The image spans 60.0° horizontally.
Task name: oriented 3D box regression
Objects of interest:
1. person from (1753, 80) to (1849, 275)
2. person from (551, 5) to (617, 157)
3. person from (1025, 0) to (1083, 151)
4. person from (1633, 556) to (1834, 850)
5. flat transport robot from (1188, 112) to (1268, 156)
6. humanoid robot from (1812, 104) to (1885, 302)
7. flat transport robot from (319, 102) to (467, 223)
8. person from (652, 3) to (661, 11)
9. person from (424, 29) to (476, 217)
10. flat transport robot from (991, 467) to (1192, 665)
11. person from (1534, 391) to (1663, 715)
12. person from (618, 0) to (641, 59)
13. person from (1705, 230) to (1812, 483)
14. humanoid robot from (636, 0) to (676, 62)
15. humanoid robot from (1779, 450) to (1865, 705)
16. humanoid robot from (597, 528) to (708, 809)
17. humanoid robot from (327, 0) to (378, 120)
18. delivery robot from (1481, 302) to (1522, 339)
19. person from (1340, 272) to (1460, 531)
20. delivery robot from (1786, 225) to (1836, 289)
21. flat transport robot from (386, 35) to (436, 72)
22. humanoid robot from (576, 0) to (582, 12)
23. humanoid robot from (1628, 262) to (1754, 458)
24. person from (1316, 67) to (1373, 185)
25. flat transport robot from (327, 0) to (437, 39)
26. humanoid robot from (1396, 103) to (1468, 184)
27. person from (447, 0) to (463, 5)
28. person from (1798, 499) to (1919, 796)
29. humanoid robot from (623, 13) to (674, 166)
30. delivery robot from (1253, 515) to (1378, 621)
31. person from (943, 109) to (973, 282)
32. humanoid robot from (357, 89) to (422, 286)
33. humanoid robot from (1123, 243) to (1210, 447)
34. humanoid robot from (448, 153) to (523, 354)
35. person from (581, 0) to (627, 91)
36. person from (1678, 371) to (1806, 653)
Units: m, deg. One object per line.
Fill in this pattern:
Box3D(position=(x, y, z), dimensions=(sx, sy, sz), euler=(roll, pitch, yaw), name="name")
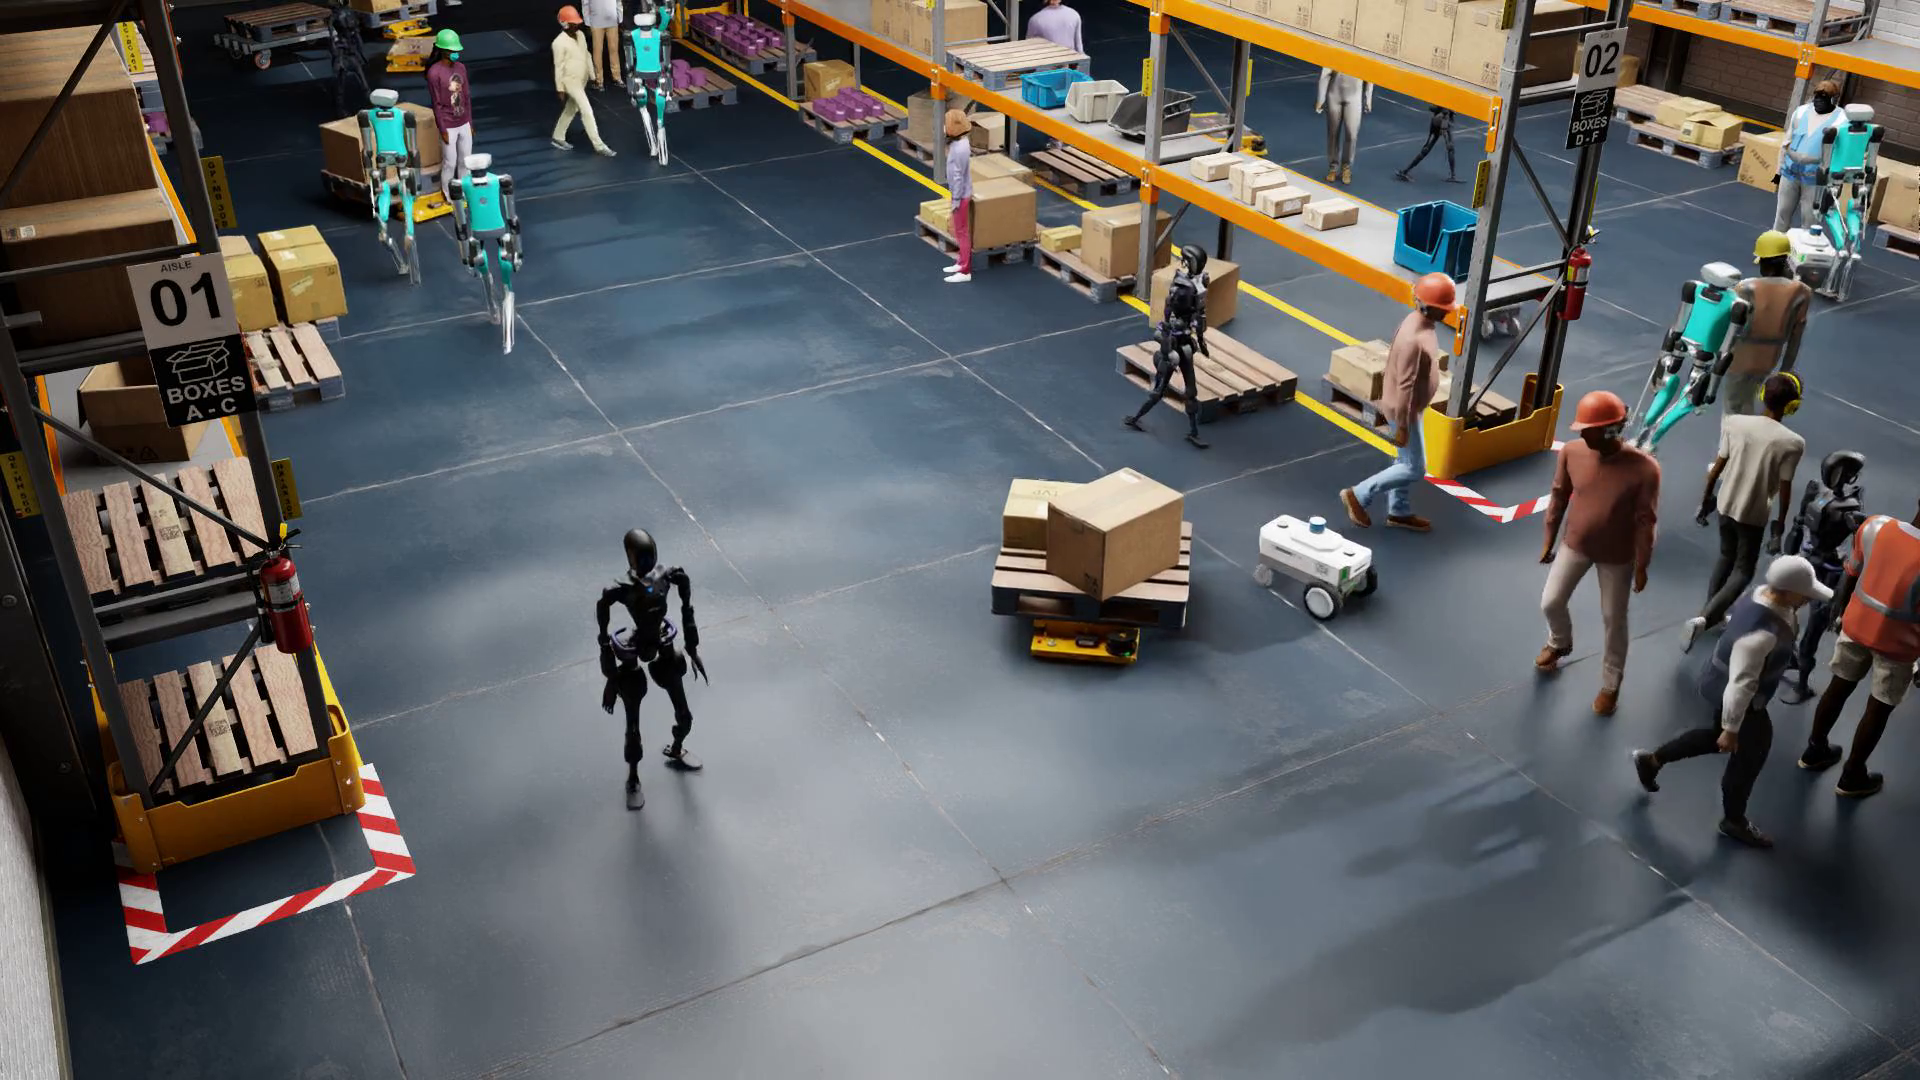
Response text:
Box3D(position=(8.062, -3.461, 15.855), dimensions=(0.429, 1.841, 0.635), euler=(-21, 36, -32), name="person")
Box3D(position=(-4.456, -5.311, 19.209), dimensions=(0.883, 1.715, 0.577), euler=(7, 31, 12), name="person")
Box3D(position=(1.038, -5.546, 19.460), dimensions=(0.675, 1.864, 0.951), euler=(-12, 32, -20), name="person")
Box3D(position=(3.992, 0.775, 8.595), dimensions=(0.732, 1.730, 0.768), euler=(15, 33, 24), name="person")
Box3D(position=(3.052, -4.832, 19.821), dimensions=(0.659, 0.231, 1.431), euler=(-9, 31, -15), name="flat transport robot")
Box3D(position=(8.115, -3.006, 15.186), dimensions=(0.550, 1.792, 0.810), euler=(1, 30, 1), name="humanoid robot")
Box3D(position=(-6.008, -3.705, 17.860), dimensions=(1.431, 0.231, 0.659), euler=(22, 36, 33), name="flat transport robot")
Box3D(position=(-4.918, -9.152, 25.764), dimensions=(0.429, 1.844, 0.622), euler=(-19, 35, -30), name="person")
Box3D(position=(-5.244, -4.329, 17.281), dimensions=(0.450, 1.935, 0.481), euler=(18, 35, 29), name="person")
Box3D(position=(0.872, 0.333, 10.831), dimensions=(0.659, 0.231, 1.431), euler=(5, 30, 8), name="flat transport robot")
Box3D(position=(3.695, 0.049, 9.646), dimensions=(0.652, 1.950, 0.416), euler=(22, 37, 33), name="person")
Box3D(position=(-4.530, -7.563, 23.005), dimensions=(0.503, 1.832, 0.476), euler=(-22, 37, -33), name="person")
Box3D(position=(5.727, -1.337, 12.109), dimensions=(0.579, 1.894, 0.572), euler=(-1, 30, -2), name="person")
Box3D(position=(-4.135, -7.098, 22.414), dimensions=(0.550, 1.903, 0.720), euler=(-21, 36, -32), name="humanoid robot")
Box3D(position=(4.979, 0.218, 9.626), dimensions=(0.335, 1.643, 0.609), euler=(-6, 30, -10), name="humanoid robot")
Box3D(position=(-1.670, 0.634, 8.889), dimensions=(0.589, 1.639, 0.392), euler=(-20, 35, -31), name="humanoid robot")
Box3D(position=(-7.482, -5.942, 20.373), dimensions=(0.763, 1.619, 0.608), euler=(10, 31, 16), name="humanoid robot")
Box3D(position=(4.693, -2.177, 14.915), dimensions=(0.499, 0.597, 0.779), euler=(-10, 31, -17), name="delivery robot")
Box3D(position=(3.019, -0.912, 11.297), dimensions=(0.535, 1.969, 0.685), euler=(10, 31, 17), name="person")
Box3D(position=(8.071, -2.697, 15.809), dimensions=(0.499, 0.585, 0.775), euler=(6, 30, 11), name="delivery robot")
Box3D(position=(-7.583, -6.800, 23.247), dimensions=(0.659, 0.231, 1.431), euler=(-4, 30, -7), name="flat transport robot")
Box3D(position=(-5.828, -9.034, 25.727), dimensions=(0.610, 1.661, 0.335), euler=(-1, 30, -1), name="humanoid robot")
Box3D(position=(5.025, -1.055, 11.784), dimensions=(0.805, 1.783, 0.551), euler=(-16, 33, -25), name="humanoid robot")
Box3D(position=(4.199, -4.817, 18.183), dimensions=(0.590, 1.876, 0.571), euler=(8, 31, 13), name="person")
Box3D(position=(-8.620, -7.714, 24.838), dimensions=(1.431, 0.231, 0.659), euler=(19, 35, 30), name="flat transport robot")
Box3D(position=(5.284, -4.718, 18.265), dimensions=(0.782, 1.632, 0.597), euler=(9, 31, 16), name="humanoid robot")
Box3D(position=(-8.326, -9.145, 26.014), dimensions=(0.795, 1.586, 0.508), euler=(-17, 34, -27), name="person")
Box3D(position=(4.938, 0.504, 8.848), dimensions=(0.381, 1.953, 0.608), euler=(-14, 33, -24), name="person")
Box3D(position=(-3.492, -5.113, 18.845), dimensions=(0.545, 1.757, 0.948), euler=(-4, 30, -6), name="humanoid robot")
Box3D(position=(2.319, 0.131, 10.888), dimensions=(0.790, 0.589, 0.499), euler=(26, 39, 38), name="delivery robot")
Box3D(position=(-0.018, -3.256, 15.712), dimensions=(0.288, 1.627, 0.498), euler=(0, 30, -1), name="person")
Box3D(position=(-5.336, -3.218, 15.654), dimensions=(0.553, 1.895, 0.772), euler=(-4, 30, -7), name="humanoid robot")
Box3D(position=(1.635, -1.511, 12.671), dimensions=(0.733, 1.623, 0.588), euler=(22, 37, 34), name="humanoid robot")
Box3D(position=(-4.075, -2.578, 14.445), dimensions=(0.540, 1.773, 0.954), euler=(-8, 31, -13), name="humanoid robot")
Box3D(position=(-4.645, -6.776, 21.721), dimensions=(0.558, 1.744, 0.332), euler=(-17, 34, -27), name="person")
Box3D(position=(4.706, -0.136, 10.067), dimensions=(0.717, 1.841, 0.557), euler=(-20, 35, -30), name="person")
